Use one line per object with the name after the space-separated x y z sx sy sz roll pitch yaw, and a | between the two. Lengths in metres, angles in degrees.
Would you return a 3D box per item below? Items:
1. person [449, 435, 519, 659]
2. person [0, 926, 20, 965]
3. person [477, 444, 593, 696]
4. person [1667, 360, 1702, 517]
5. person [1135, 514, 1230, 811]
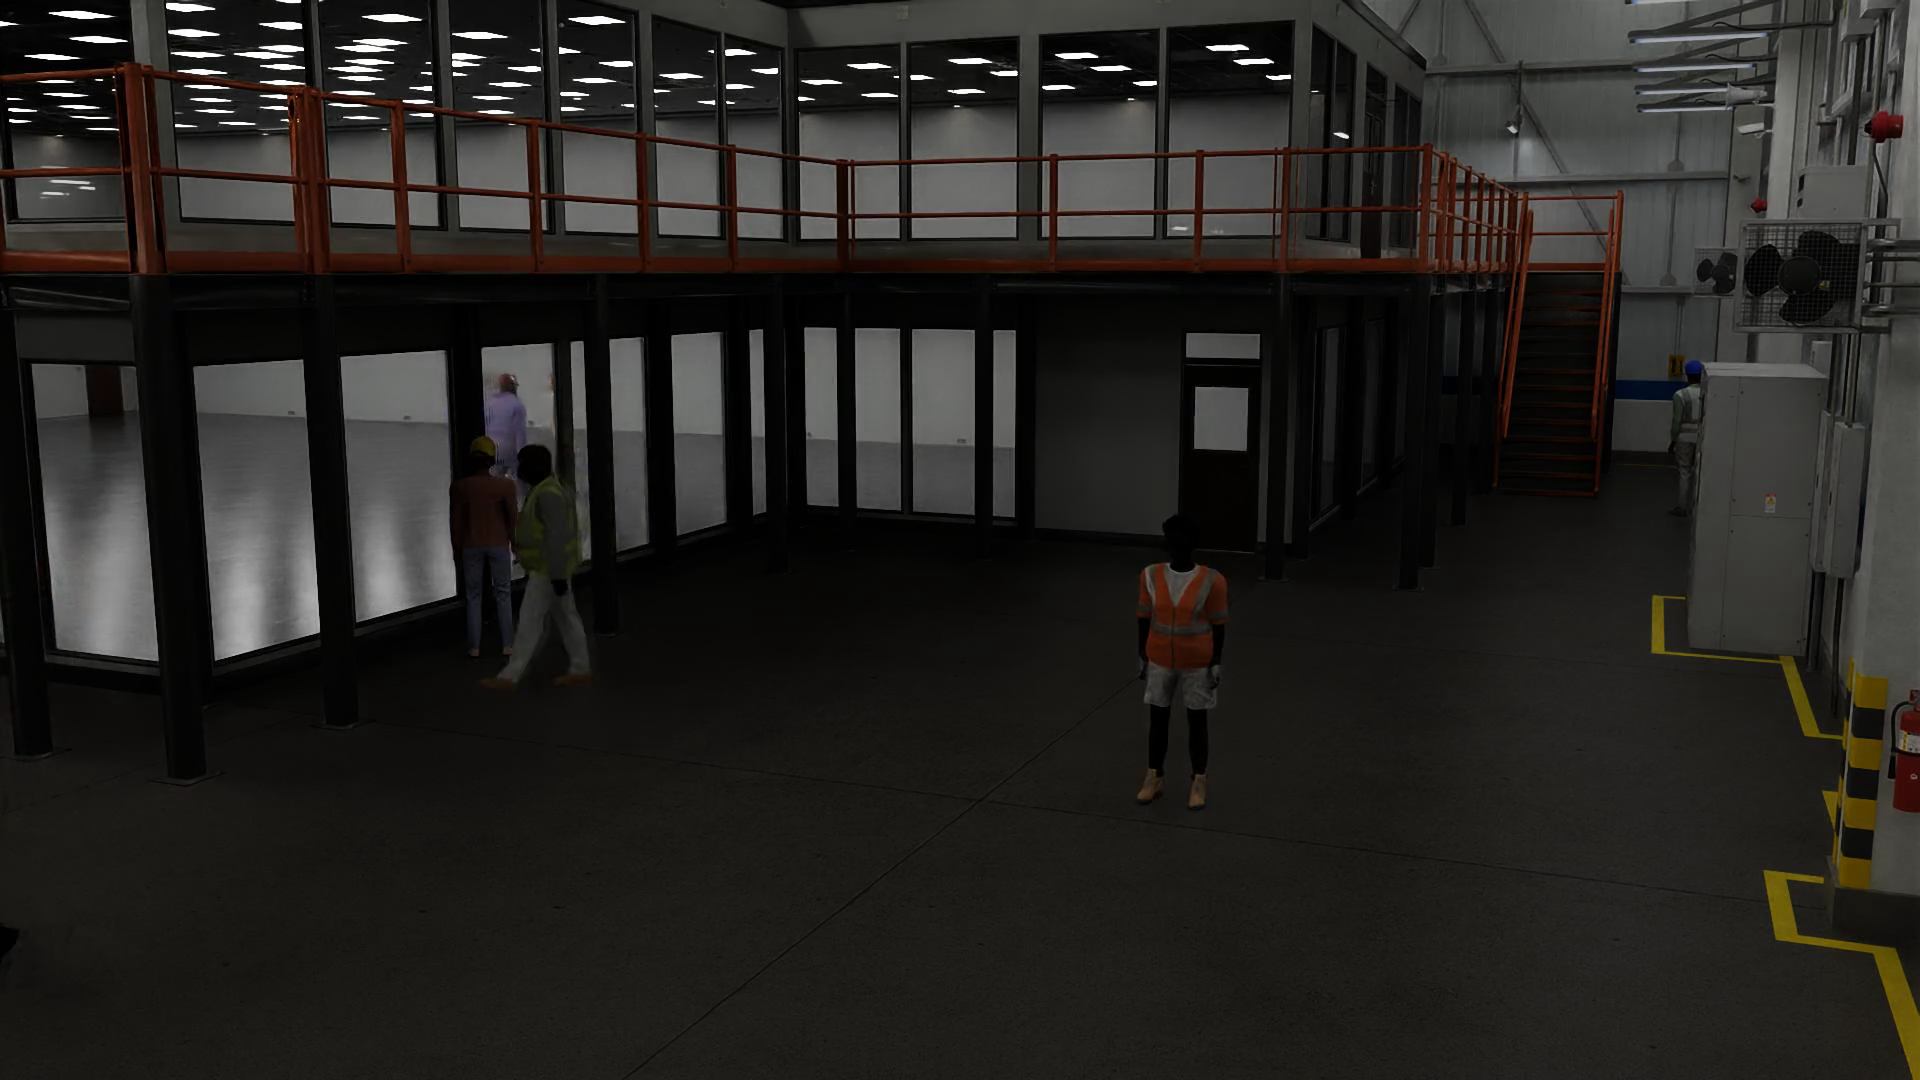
-3.743 0.058 13.138 0.534 1.767 0.317 -2 9 -10 | person
-4.326 1.001 6.870 0.636 1.917 0.548 -1 9 -8 | person
-3.113 0.217 12.035 0.910 1.800 0.640 -3 10 -16 | person
9.101 -1.255 20.689 0.605 1.944 0.403 -2 9 -10 | person
1.251 0.690 9.452 0.537 1.696 0.321 4 10 24 | person
